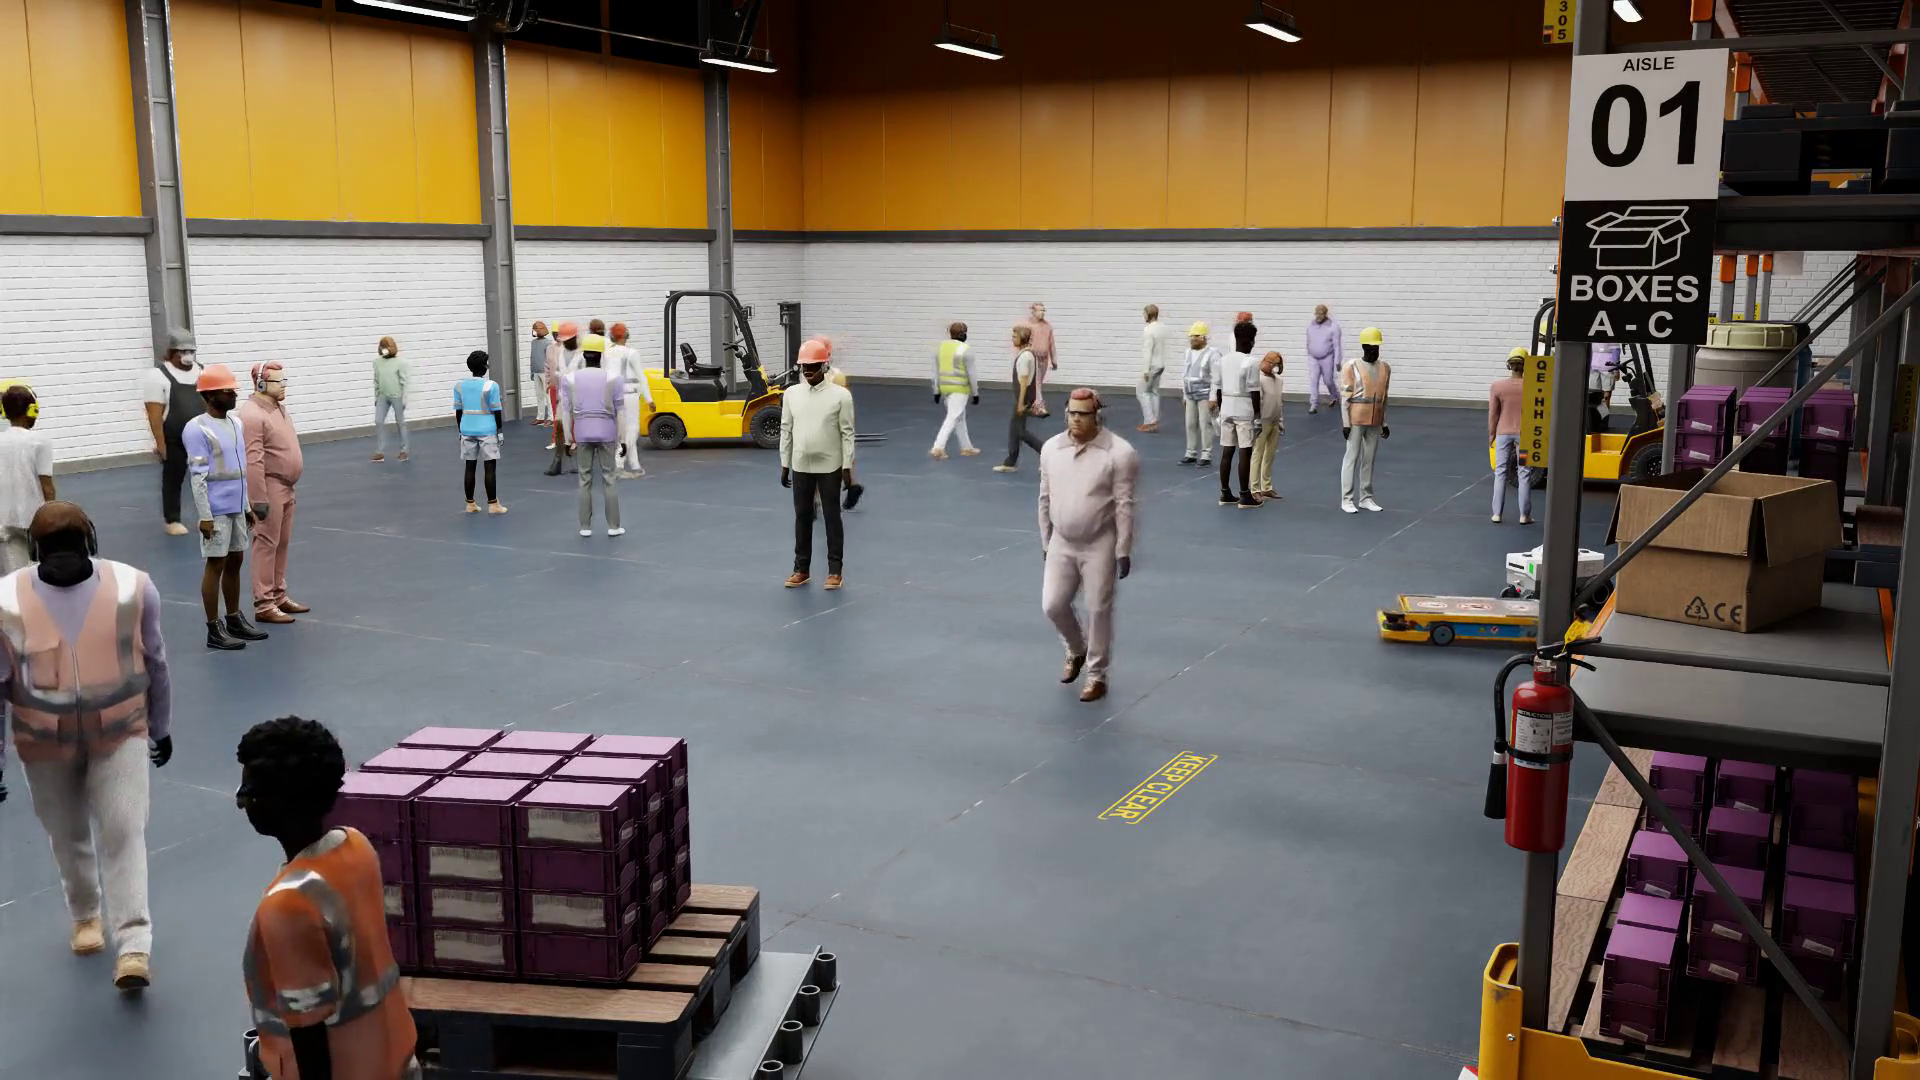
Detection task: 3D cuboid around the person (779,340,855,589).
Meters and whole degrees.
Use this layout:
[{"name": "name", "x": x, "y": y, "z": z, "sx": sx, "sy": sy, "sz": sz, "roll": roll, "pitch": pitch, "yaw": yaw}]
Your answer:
[{"name": "person", "x": -1.155, "y": -0.599, "z": 13.327, "sx": 0.622, "sy": 1.993, "sz": 0.381, "roll": 3, "pitch": 10, "yaw": 15}]

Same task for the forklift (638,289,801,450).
[{"name": "forklift", "x": -3.358, "y": -2.392, "z": 23.136, "sx": 2.313, "sy": 2.155, "sz": 1.214, "roll": -1, "pitch": 10, "yaw": -5}]

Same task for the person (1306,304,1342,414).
[{"name": "person", "x": 6.164, "y": -3.064, "z": 28.052, "sx": 0.653, "sy": 1.858, "sz": 0.857, "roll": 6, "pitch": 12, "yaw": 33}]

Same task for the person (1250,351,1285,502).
[{"name": "person", "x": 3.355, "y": -1.242, "z": 18.099, "sx": 0.498, "sy": 1.633, "sz": 0.278, "roll": -9, "pitch": 13, "yaw": -43}]

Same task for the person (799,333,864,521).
[{"name": "person", "x": -1.332, "y": -1.152, "z": 16.850, "sx": 0.566, "sy": 1.906, "sz": 0.847, "roll": 5, "pitch": 11, "yaw": 26}]

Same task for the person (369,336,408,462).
[{"name": "person", "x": -7.364, "y": -1.796, "z": 21.356, "sx": 0.531, "sy": 1.610, "sz": 0.672, "roll": 2, "pitch": 10, "yaw": 13}]

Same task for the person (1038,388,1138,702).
[{"name": "person", "x": 0.750, "y": 0.027, "z": 10.023, "sx": 0.651, "sy": 1.893, "sz": 0.443, "roll": 5, "pitch": 11, "yaw": 25}]

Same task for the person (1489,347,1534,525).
[{"name": "person", "x": 5.510, "y": -1.030, "z": 16.508, "sx": 0.522, "sy": 1.763, "sz": 0.319, "roll": 5, "pitch": 11, "yaw": 25}]

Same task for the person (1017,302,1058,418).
[{"name": "person", "x": 1.340, "y": -2.910, "z": 27.040, "sx": 0.673, "sy": 1.872, "sz": 0.878, "roll": -7, "pitch": 12, "yaw": -35}]

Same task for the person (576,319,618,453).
[{"name": "person", "x": -4.863, "y": -2.071, "z": 22.418, "sx": 0.704, "sy": 1.807, "sz": 0.635, "roll": 2, "pitch": 10, "yaw": 12}]

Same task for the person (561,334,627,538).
[{"name": "person", "x": -3.453, "y": -0.983, "z": 15.751, "sx": 0.594, "sy": 1.924, "sz": 0.382, "roll": -1, "pitch": 10, "yaw": -6}]

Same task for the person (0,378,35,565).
[{"name": "person", "x": -7.560, "y": -0.422, "z": 13.134, "sx": 0.525, "sy": 1.704, "sz": 0.570, "roll": 3, "pitch": 10, "yaw": 19}]

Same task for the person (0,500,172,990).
[{"name": "person", "x": -3.241, "y": 0.751, "z": 6.110, "sx": 0.649, "sy": 1.787, "sz": 0.982, "roll": -5, "pitch": 11, "yaw": -27}]

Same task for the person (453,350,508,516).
[{"name": "person", "x": -4.920, "y": -1.095, "z": 17.061, "sx": 0.539, "sy": 1.695, "sz": 0.318, "roll": 3, "pitch": 10, "yaw": 16}]

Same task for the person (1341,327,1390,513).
[{"name": "person", "x": 4.213, "y": -1.243, "z": 17.252, "sx": 0.587, "sy": 1.928, "sz": 0.381, "roll": -4, "pitch": 11, "yaw": -23}]

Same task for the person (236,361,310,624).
[{"name": "person", "x": -5.011, "y": -0.355, "z": 12.176, "sx": 0.401, "sy": 1.906, "sz": 0.651, "roll": -1, "pitch": 10, "yaw": -4}]

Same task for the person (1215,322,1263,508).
[{"name": "person", "x": 2.969, "y": -1.320, "z": 17.609, "sx": 0.380, "sy": 1.958, "sz": 0.601, "roll": -7, "pitch": 12, "yaw": -36}]

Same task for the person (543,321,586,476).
[{"name": "person", "x": -4.703, "y": -1.687, "z": 19.989, "sx": 0.613, "sy": 1.872, "sz": 0.848, "roll": 4, "pitch": 10, "yaw": 20}]

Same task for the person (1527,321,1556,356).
[{"name": "person", "x": 7.492, "y": -1.909, "z": 21.428, "sx": 0.404, "sy": 1.823, "sz": 0.591, "roll": -1, "pitch": 10, "yaw": -5}]

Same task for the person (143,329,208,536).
[{"name": "person", "x": -7.247, "y": -1.017, "z": 15.618, "sx": 1.039, "sy": 2.000, "sz": 0.701, "roll": 8, "pitch": 13, "yaw": 39}]

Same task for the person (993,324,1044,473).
[{"name": "person", "x": 0.790, "y": -1.707, "z": 20.234, "sx": 0.685, "sy": 1.833, "sz": 0.532, "roll": 1, "pitch": 10, "yaw": 5}]

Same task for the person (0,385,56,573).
[{"name": "person", "x": -6.013, "y": -0.096, "z": 10.892, "sx": 0.533, "sy": 1.828, "sz": 0.885, "roll": 1, "pitch": 10, "yaw": 6}]

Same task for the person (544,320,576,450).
[{"name": "person", "x": -5.449, "y": -2.111, "z": 22.735, "sx": 0.524, "sy": 1.772, "sz": 0.301, "roll": 4, "pitch": 10, "yaw": 21}]

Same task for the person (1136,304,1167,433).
[{"name": "person", "x": 2.866, "y": -2.571, "z": 24.958, "sx": 0.436, "sy": 1.931, "sz": 0.663, "roll": 6, "pitch": 12, "yaw": 32}]

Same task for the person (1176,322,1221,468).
[{"name": "person", "x": 3.018, "y": -1.811, "z": 20.879, "sx": 0.404, "sy": 1.818, "sz": 0.628, "roll": -7, "pitch": 12, "yaw": -33}]

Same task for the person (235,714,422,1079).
[{"name": "person", "x": -1.511, "y": 1.216, "z": 3.790, "sx": 0.847, "sy": 1.654, "sz": 0.549, "roll": 0, "pitch": 10, "yaw": -1}]

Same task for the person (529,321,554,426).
[{"name": "person", "x": -6.508, "y": -2.583, "z": 25.863, "sx": 0.497, "sy": 1.633, "sz": 0.283, "roll": 7, "pitch": 12, "yaw": 37}]

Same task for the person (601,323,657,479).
[{"name": "person", "x": -3.978, "y": -1.651, "z": 19.814, "sx": 0.684, "sy": 1.858, "sz": 0.595, "roll": 7, "pitch": 12, "yaw": 35}]

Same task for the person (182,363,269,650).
[{"name": "person", "x": -5.010, "y": -0.230, "z": 11.348, "sx": 0.352, "sy": 1.942, "sz": 0.546, "roll": 2, "pitch": 10, "yaw": 9}]

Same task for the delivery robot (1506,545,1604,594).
[{"name": "delivery robot", "x": 4.495, "y": 0.204, "z": 12.572, "sx": 0.707, "sy": 0.478, "sz": 0.477, "roll": -3, "pitch": 10, "yaw": -19}]

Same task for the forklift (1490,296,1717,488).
[{"name": "forklift", "x": 7.296, "y": -1.677, "z": 18.993, "sx": 2.313, "sy": 2.155, "sz": 1.214, "roll": 5, "pitch": 11, "yaw": 27}]

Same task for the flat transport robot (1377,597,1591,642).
[{"name": "flat transport robot", "x": 3.671, "y": 0.558, "z": 11.621, "sx": 1.431, "sy": 0.197, "sz": 0.652, "roll": 2, "pitch": 10, "yaw": 10}]

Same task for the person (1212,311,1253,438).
[{"name": "person", "x": 3.942, "y": -2.303, "z": 23.544, "sx": 0.595, "sy": 1.872, "sz": 0.599, "roll": 6, "pitch": 11, "yaw": 31}]

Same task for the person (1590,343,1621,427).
[{"name": "person", "x": 9.485, "y": -2.536, "z": 24.434, "sx": 0.393, "sy": 2.034, "sz": 0.605, "roll": -3, "pitch": 10, "yaw": -19}]

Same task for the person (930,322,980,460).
[{"name": "person", "x": -0.078, "y": -1.951, "z": 21.752, "sx": 0.950, "sy": 1.800, "sz": 0.639, "roll": -9, "pitch": 13, "yaw": -42}]
